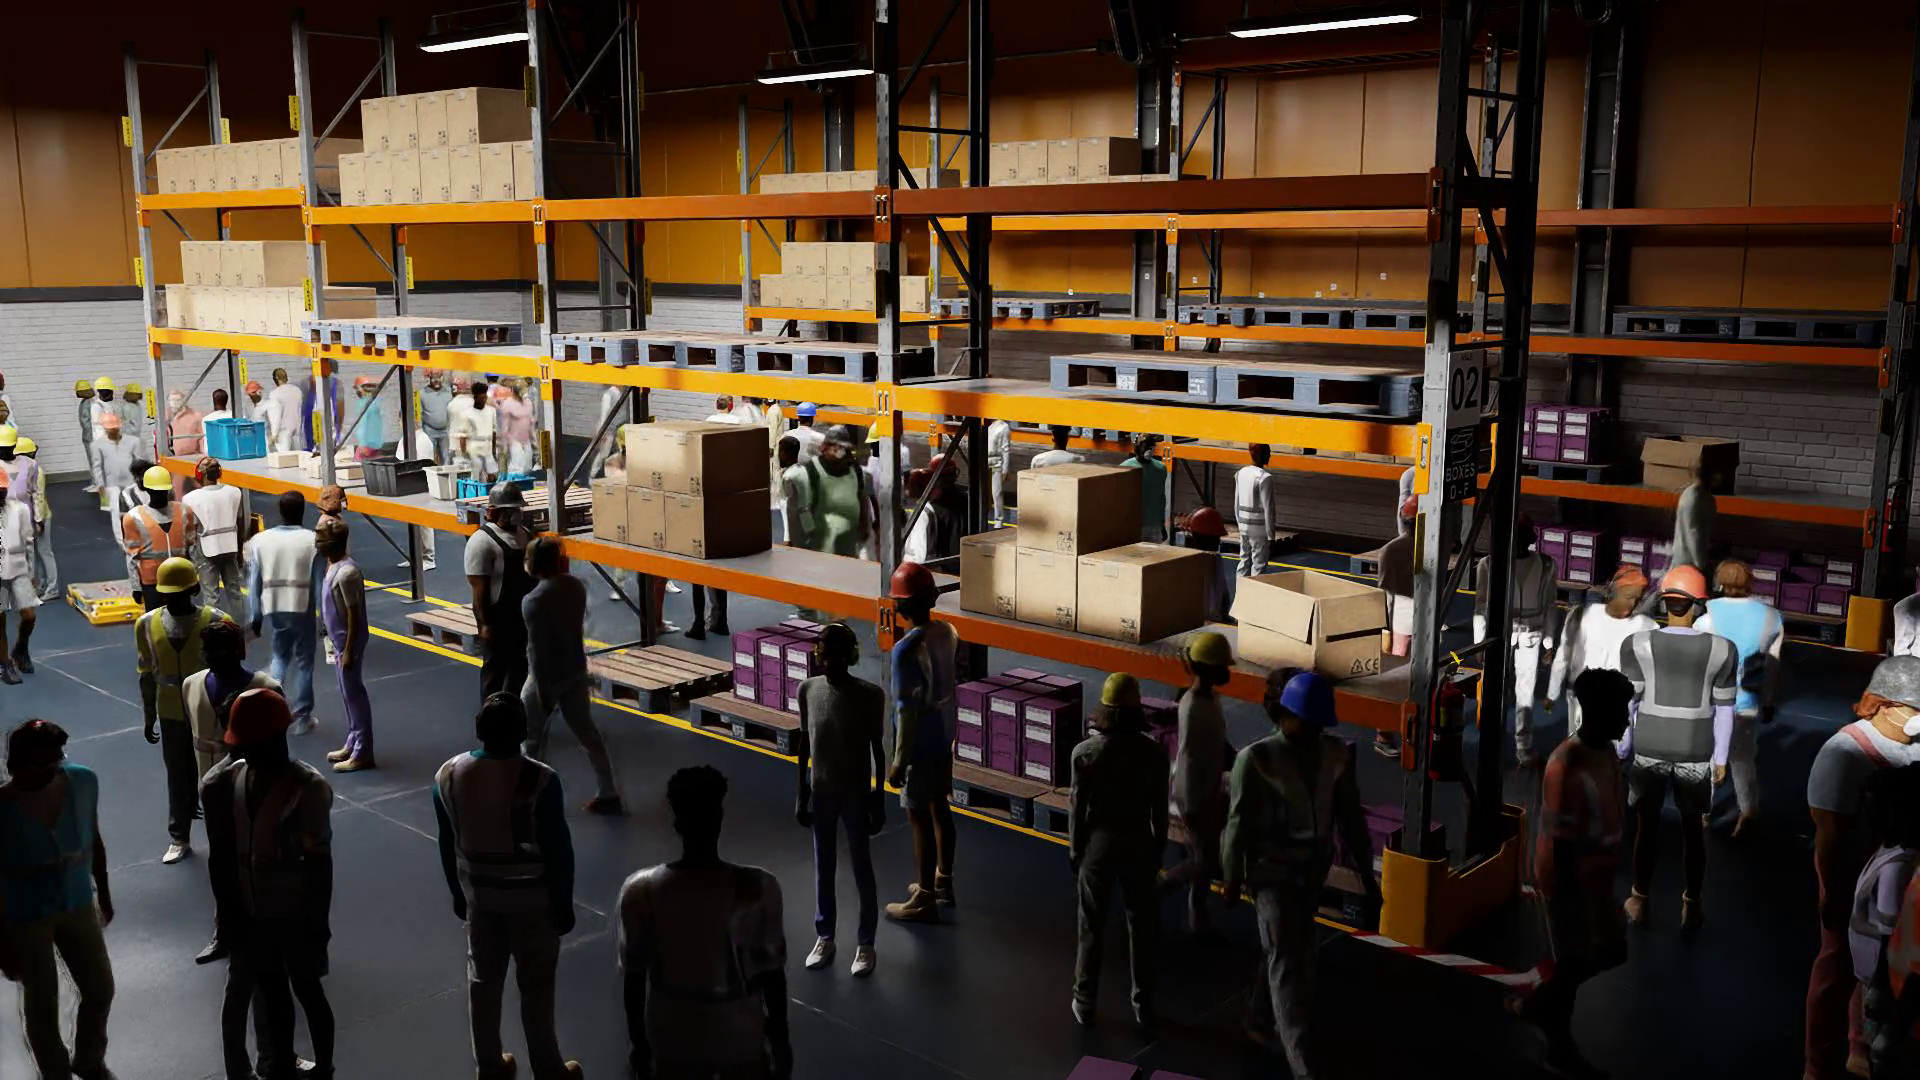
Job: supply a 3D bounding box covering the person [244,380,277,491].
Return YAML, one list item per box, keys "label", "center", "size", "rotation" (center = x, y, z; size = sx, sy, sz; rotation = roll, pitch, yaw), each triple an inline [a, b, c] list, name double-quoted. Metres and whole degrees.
- label: "person"
  center: [-10.787, -1.601, 25.649]
  size: [0.590, 1.726, 0.399]
  rotation: [3, 11, 18]

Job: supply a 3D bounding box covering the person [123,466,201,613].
- label: "person"
  center: [-6.824, 0.314, 14.277]
  size: [0.397, 1.919, 0.581]
  rotation: [9, 14, 42]

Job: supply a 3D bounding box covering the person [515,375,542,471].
- label: "person"
  center: [-7.325, -2.035, 28.081]
  size: [0.490, 1.732, 0.324]
  rotation: [5, 11, 25]

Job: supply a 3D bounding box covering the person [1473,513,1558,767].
- label: "person"
  center: [4.016, 0.727, 12.063]
  size: [0.581, 1.878, 0.360]
  rotation: [1, 10, 7]

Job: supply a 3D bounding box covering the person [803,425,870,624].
- label: "person"
  center: [-1.200, -0.163, 16.611]
  size: [0.689, 2.000, 0.951]
  rotation: [-6, 12, -29]

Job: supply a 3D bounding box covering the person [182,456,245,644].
- label: "person"
  center: [-6.904, 0.141, 15.442]
  size: [0.389, 1.847, 0.566]
  rotation: [7, 12, 35]

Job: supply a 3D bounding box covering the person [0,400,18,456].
- label: "person"
  center: [-12.156, -0.867, 21.146]
  size: [0.327, 1.844, 0.514]
  rotation: [4, 11, 23]

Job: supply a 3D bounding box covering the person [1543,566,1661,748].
- label: "person"
  center: [3.968, 1.054, 10.337]
  size: [0.653, 1.823, 0.930]
  rotation: [4, 11, 20]

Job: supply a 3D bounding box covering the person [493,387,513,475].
- label: "person"
  center: [-6.614, -1.364, 24.251]
  size: [0.583, 1.740, 0.369]
  rotation: [6, 12, 30]

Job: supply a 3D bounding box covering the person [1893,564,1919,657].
- label: "person"
  center: [6.549, 0.927, 11.256]
  size: [0.561, 1.752, 0.327]
  rotation: [-4, 11, -23]

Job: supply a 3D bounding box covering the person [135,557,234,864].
- label: "person"
  center: [-4.707, 1.040, 10.172]
  size: [0.584, 1.918, 0.408]
  rotation: [-1, 10, -8]

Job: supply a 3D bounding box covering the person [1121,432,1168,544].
- label: "person"
  center: [1.829, -0.130, 16.717]
  size: [0.636, 1.939, 0.365]
  rotation: [-6, 12, -32]

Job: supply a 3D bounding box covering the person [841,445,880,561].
- label: "person"
  center: [-1.076, -0.107, 16.886]
  size: [0.577, 1.829, 0.460]
  rotation: [1, 10, 7]

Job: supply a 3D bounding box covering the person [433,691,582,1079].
- label: "person"
  center: [-1.980, 1.569, 7.375]
  size: [0.633, 1.846, 0.429]
  rotation: [3, 10, 15]

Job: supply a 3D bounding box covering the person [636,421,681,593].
- label: "person"
  center: [-3.286, -0.338, 17.988]
  size: [0.408, 1.906, 0.638]
  rotation: [10, 14, 44]

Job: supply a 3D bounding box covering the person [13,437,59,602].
- label: "person"
  center: [-9.879, -0.219, 17.730]
  size: [0.526, 1.761, 0.341]
  rotation: [10, 14, 44]

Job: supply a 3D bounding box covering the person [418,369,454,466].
- label: "person"
  center: [-7.987, -1.655, 25.427]
  size: [0.638, 1.910, 0.407]
  rotation: [-7, 12, -34]

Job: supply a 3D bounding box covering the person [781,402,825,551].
- label: "person"
  center: [-1.827, -0.670, 19.748]
  size: [0.616, 1.942, 0.408]
  rotation: [5, 11, 24]

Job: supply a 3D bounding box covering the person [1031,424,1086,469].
- label: "person"
  center: [1.051, -0.295, 17.567]
  size: [0.614, 1.963, 0.362]
  rotation: [2, 10, 9]

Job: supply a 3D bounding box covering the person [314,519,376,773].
- label: "person"
  center: [-4.434, 0.752, 11.996]
  size: [0.324, 1.842, 0.516]
  rotation: [-5, 11, -27]

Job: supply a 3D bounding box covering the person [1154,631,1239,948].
- label: "person"
  center: [1.248, 1.341, 8.909]
  size: [0.461, 1.754, 0.536]
  rotation: [4, 11, 23]

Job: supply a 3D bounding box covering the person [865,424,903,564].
- label: "person"
  center: [-0.820, -0.281, 17.643]
  size: [0.401, 1.919, 0.582]
  rotation: [-6, 12, -31]

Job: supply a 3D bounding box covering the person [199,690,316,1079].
- label: "person"
  center: [-3.118, 1.566, 7.354]
  size: [0.328, 1.862, 0.509]
  rotation: [2, 10, 10]

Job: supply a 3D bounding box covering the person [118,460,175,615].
- label: "person"
  center: [-8.018, 0.042, 16.483]
  size: [0.543, 1.676, 0.466]
  rotation: [-5, 11, -26]

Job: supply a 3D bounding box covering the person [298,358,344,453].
- label: "person"
  center: [-10.395, -1.988, 26.930]
  size: [0.835, 2.000, 0.533]
  rotation: [-4, 11, -23]

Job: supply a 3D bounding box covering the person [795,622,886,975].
- label: "person"
  center: [-0.623, 1.334, 8.667]
  size: [0.510, 1.863, 0.327]
  rotation: [3, 11, 18]

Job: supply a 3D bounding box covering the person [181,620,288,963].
- label: "person"
  center: [-3.814, 1.318, 8.790]
  size: [0.568, 1.845, 0.386]
  rotation: [1, 10, 7]

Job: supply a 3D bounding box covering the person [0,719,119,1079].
- label: "person"
  center: [-3.909, 1.626, 7.141]
  size: [0.488, 1.808, 0.605]
  rotation: [7, 12, 33]

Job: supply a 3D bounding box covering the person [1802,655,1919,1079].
- label: "person"
  center: [4.058, 1.488, 7.280]
  size: [0.689, 2.000, 0.537]
  rotation: [-5, 11, -27]

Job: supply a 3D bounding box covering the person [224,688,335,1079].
- label: "person"
  center: [-2.937, 1.567, 7.155]
  size: [0.544, 1.929, 0.388]
  rotation: [5, 11, 24]

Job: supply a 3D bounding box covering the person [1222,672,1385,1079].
- label: "person"
  center: [1.561, 1.527, 7.448]
  size: [0.610, 1.892, 0.953]
  rotation: [-5, 11, -28]

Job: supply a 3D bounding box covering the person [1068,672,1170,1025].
- label: "person"
  center: [0.767, 1.497, 8.106]
  size: [0.486, 1.735, 0.338]
  rotation: [0, 10, -3]

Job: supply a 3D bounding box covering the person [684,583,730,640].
- label: "person"
  center: [-2.505, -0.007, 16.068]
  size: [0.547, 1.927, 0.409]
  rotation: [-10, 14, -43]

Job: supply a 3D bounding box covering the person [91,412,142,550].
- label: "person"
  center: [-10.439, -0.731, 20.683]
  size: [0.587, 1.733, 0.377]
  rotation: [-8, 13, -38]

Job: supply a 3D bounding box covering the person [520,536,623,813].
- label: "person"
  center: [-2.699, 0.899, 11.064]
  size: [1.007, 1.891, 0.634]
  rotation: [5, 11, 26]

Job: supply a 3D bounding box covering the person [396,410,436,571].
- label: "person"
  center: [-6.373, -0.584, 19.376]
  size: [0.407, 1.904, 0.655]
  rotation: [-8, 13, -39]

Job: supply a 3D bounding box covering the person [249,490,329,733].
- label: "person"
  center: [-5.178, 0.567, 12.911]
  size: [0.599, 1.898, 0.478]
  rotation: [0, 10, 0]

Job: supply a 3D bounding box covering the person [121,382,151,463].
- label: "person"
  center: [-12.573, -1.549, 25.340]
  size: [0.390, 1.725, 0.513]
  rotation: [0, 10, 0]
